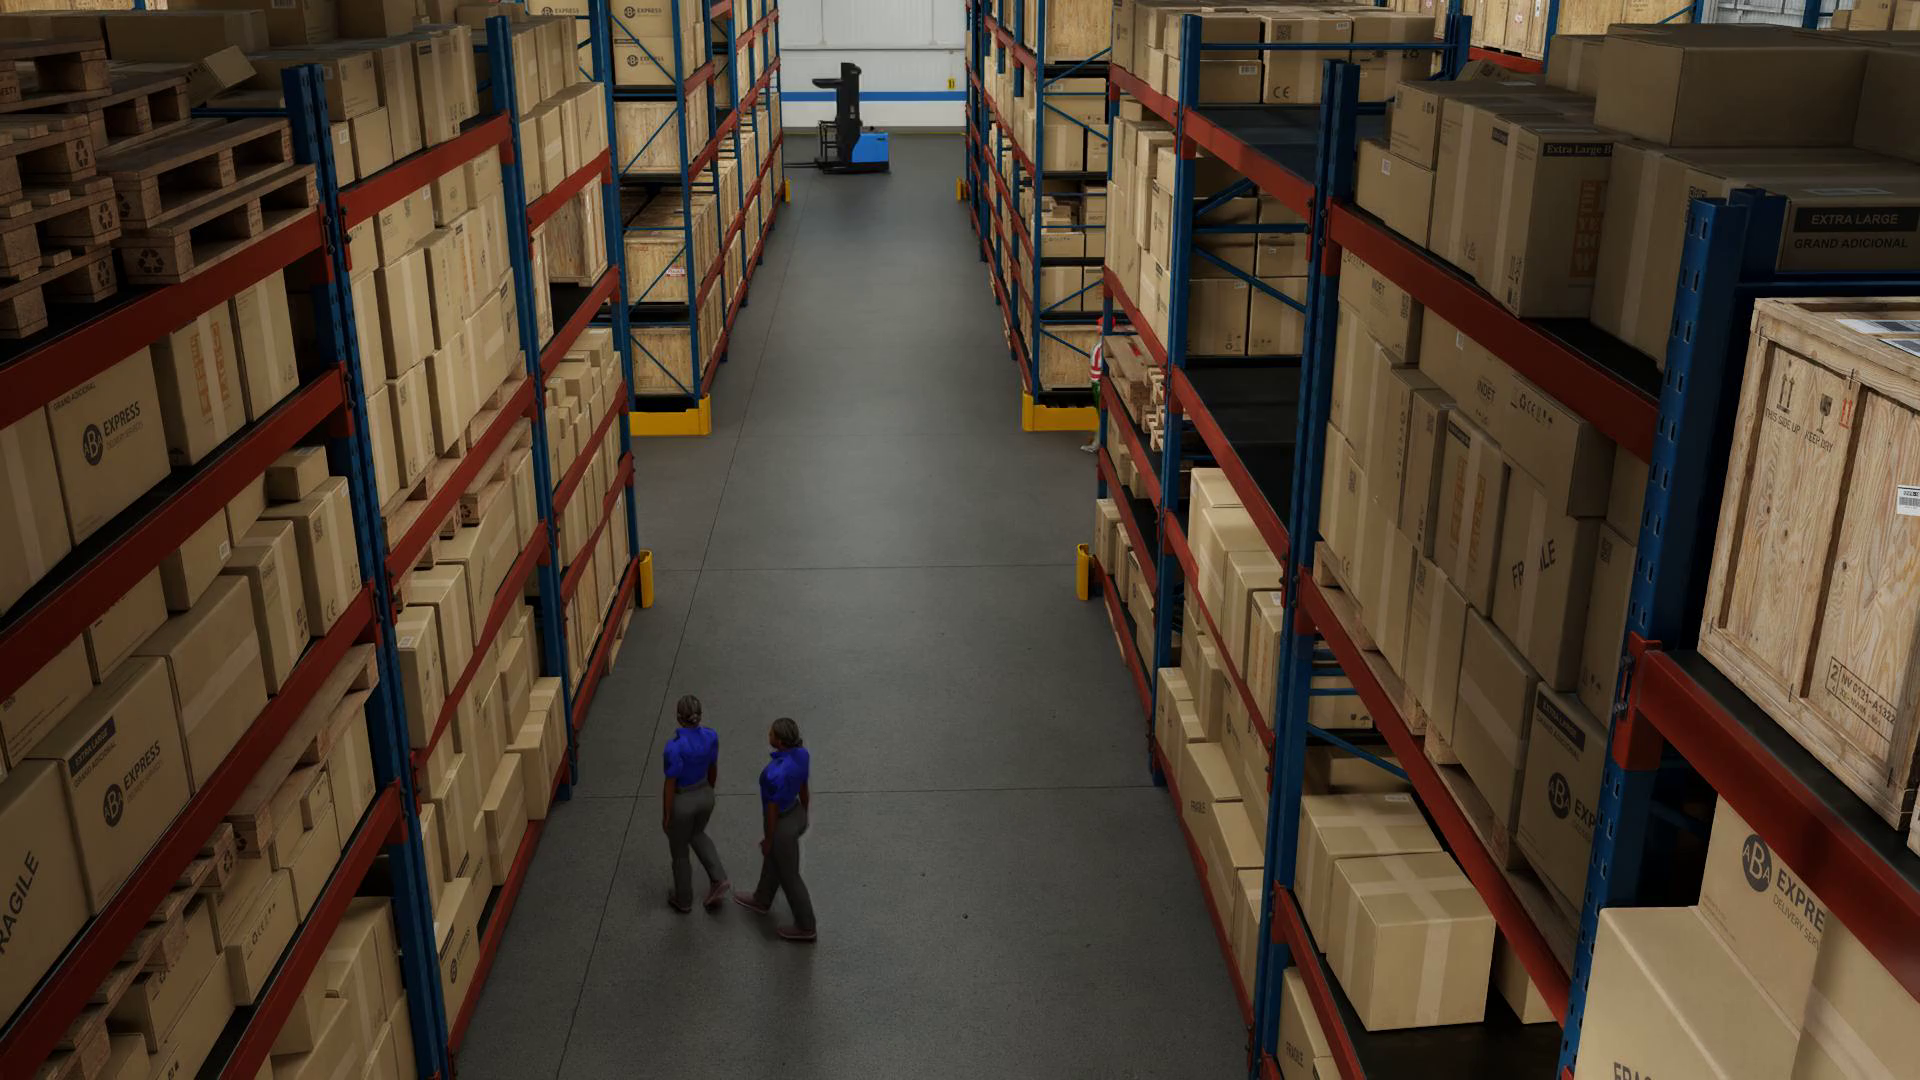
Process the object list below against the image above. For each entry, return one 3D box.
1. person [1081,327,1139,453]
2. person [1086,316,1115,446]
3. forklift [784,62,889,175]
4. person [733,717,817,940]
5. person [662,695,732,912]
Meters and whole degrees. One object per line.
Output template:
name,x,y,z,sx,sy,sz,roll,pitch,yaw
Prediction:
person,2.076,-1.952,21.769,0.960,1.690,0.518,-18,27,-40
person,1.871,-2.102,22.037,0.355,1.793,0.548,-1,21,-4
forklift,-3.555,-11.734,46.279,3.031,2.941,1.121,-4,21,-11
person,-1.311,1.946,11.429,0.716,1.650,0.444,7,22,19
person,-1.912,1.856,11.687,0.472,1.673,0.460,-19,28,-41
